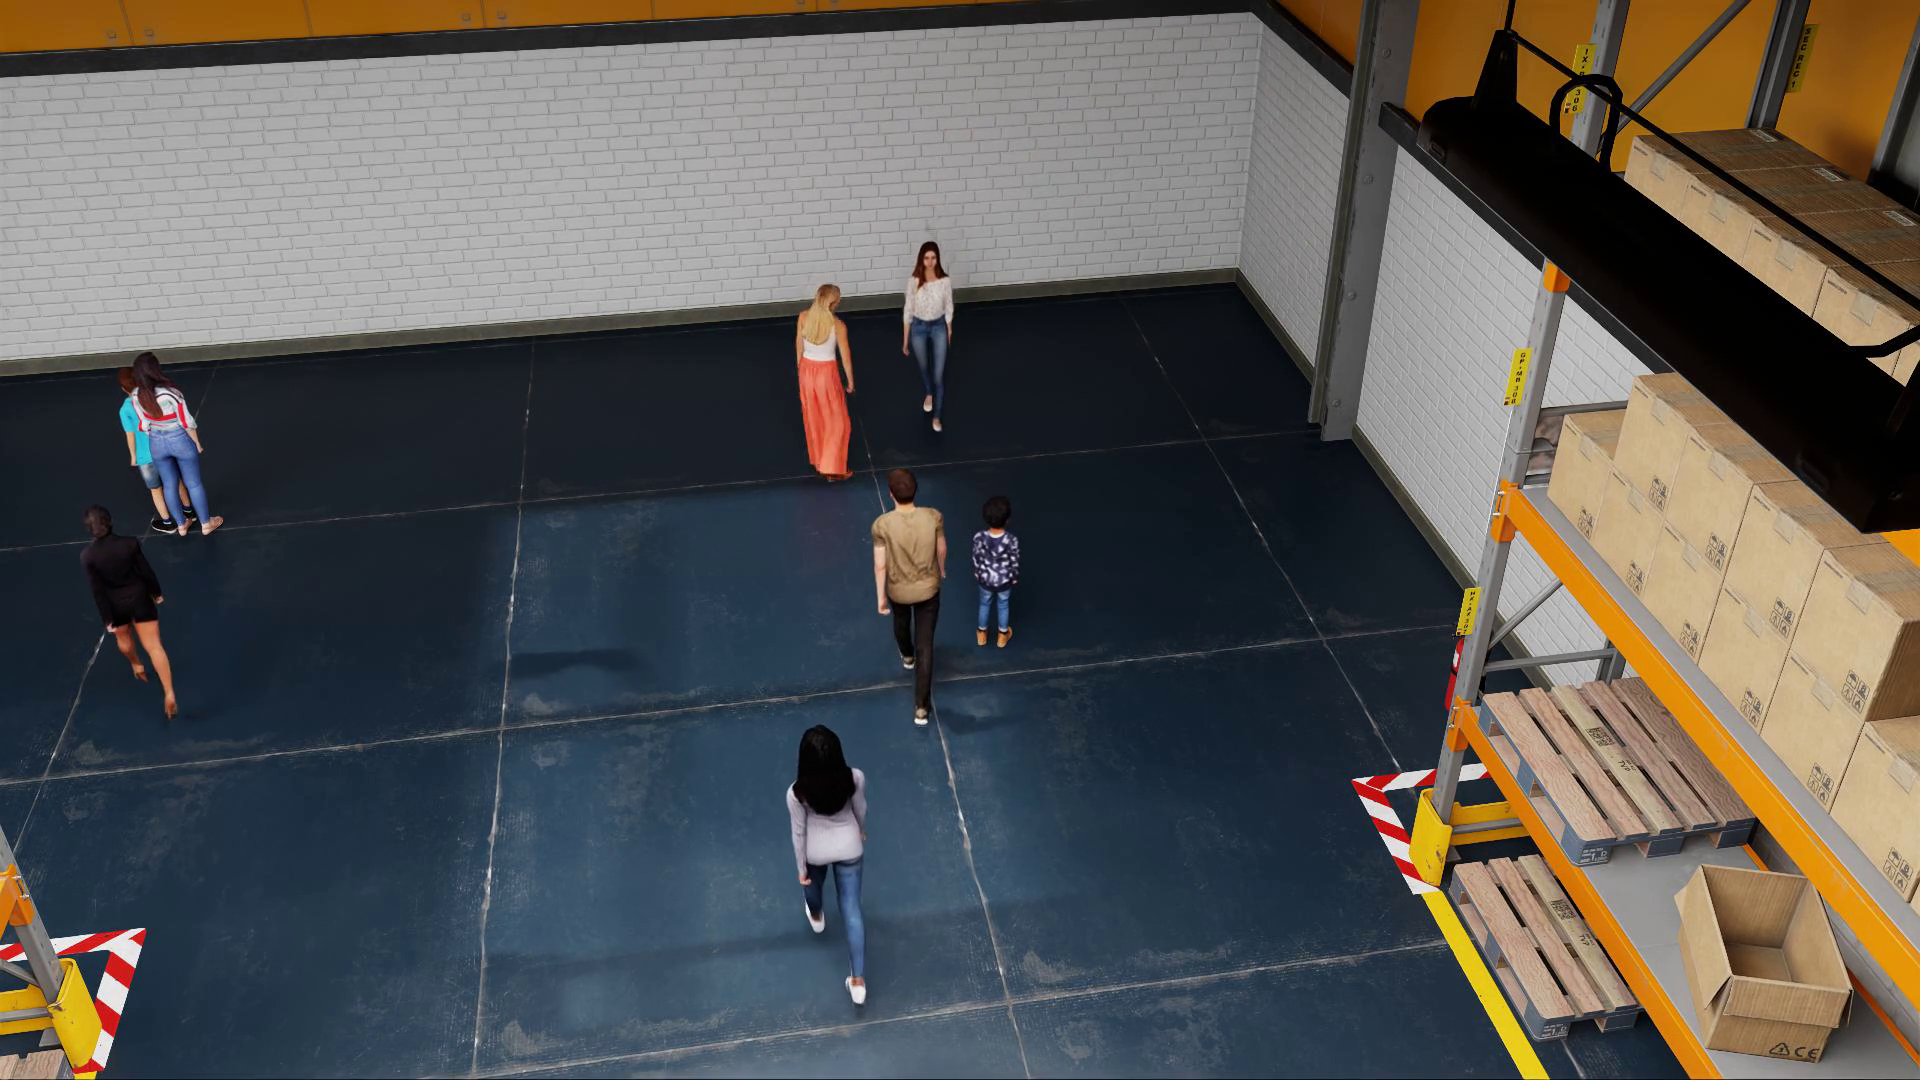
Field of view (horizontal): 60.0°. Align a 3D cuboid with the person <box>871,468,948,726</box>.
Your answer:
[{"bbox_3d":[-0.311,0.407,11.314,0.777,1.802,1.300,-2,34,-2],"label":"person"}]

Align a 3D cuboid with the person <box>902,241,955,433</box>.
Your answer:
[{"bbox_3d":[-0.282,-1.888,14.863,0.753,1.695,1.089,2,34,3],"label":"person"}]

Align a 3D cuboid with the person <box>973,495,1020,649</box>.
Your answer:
[{"bbox_3d":[0.261,0.231,12.079,0.551,1.249,0.567,5,34,7],"label":"person"}]

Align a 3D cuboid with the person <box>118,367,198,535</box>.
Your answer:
[{"bbox_3d":[-6.483,-0.738,13.356,0.650,1.449,0.584,20,38,27],"label":"person"}]

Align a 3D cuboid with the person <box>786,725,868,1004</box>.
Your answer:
[{"bbox_3d":[-0.684,1.819,9.289,0.652,1.692,1.152,-8,34,-12],"label":"person"}]

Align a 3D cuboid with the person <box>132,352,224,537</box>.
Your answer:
[{"bbox_3d":[-6.281,-0.764,13.247,0.619,1.614,0.554,-1,34,-1],"label":"person"}]

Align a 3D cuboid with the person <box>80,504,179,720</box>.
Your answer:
[{"bbox_3d":[-5.624,0.516,11.335,0.862,1.599,1.110,-22,39,-29],"label":"person"}]

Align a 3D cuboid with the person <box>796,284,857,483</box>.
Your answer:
[{"bbox_3d":[-1.184,-1.344,13.963,0.803,1.786,0.841,1,34,2],"label":"person"}]
